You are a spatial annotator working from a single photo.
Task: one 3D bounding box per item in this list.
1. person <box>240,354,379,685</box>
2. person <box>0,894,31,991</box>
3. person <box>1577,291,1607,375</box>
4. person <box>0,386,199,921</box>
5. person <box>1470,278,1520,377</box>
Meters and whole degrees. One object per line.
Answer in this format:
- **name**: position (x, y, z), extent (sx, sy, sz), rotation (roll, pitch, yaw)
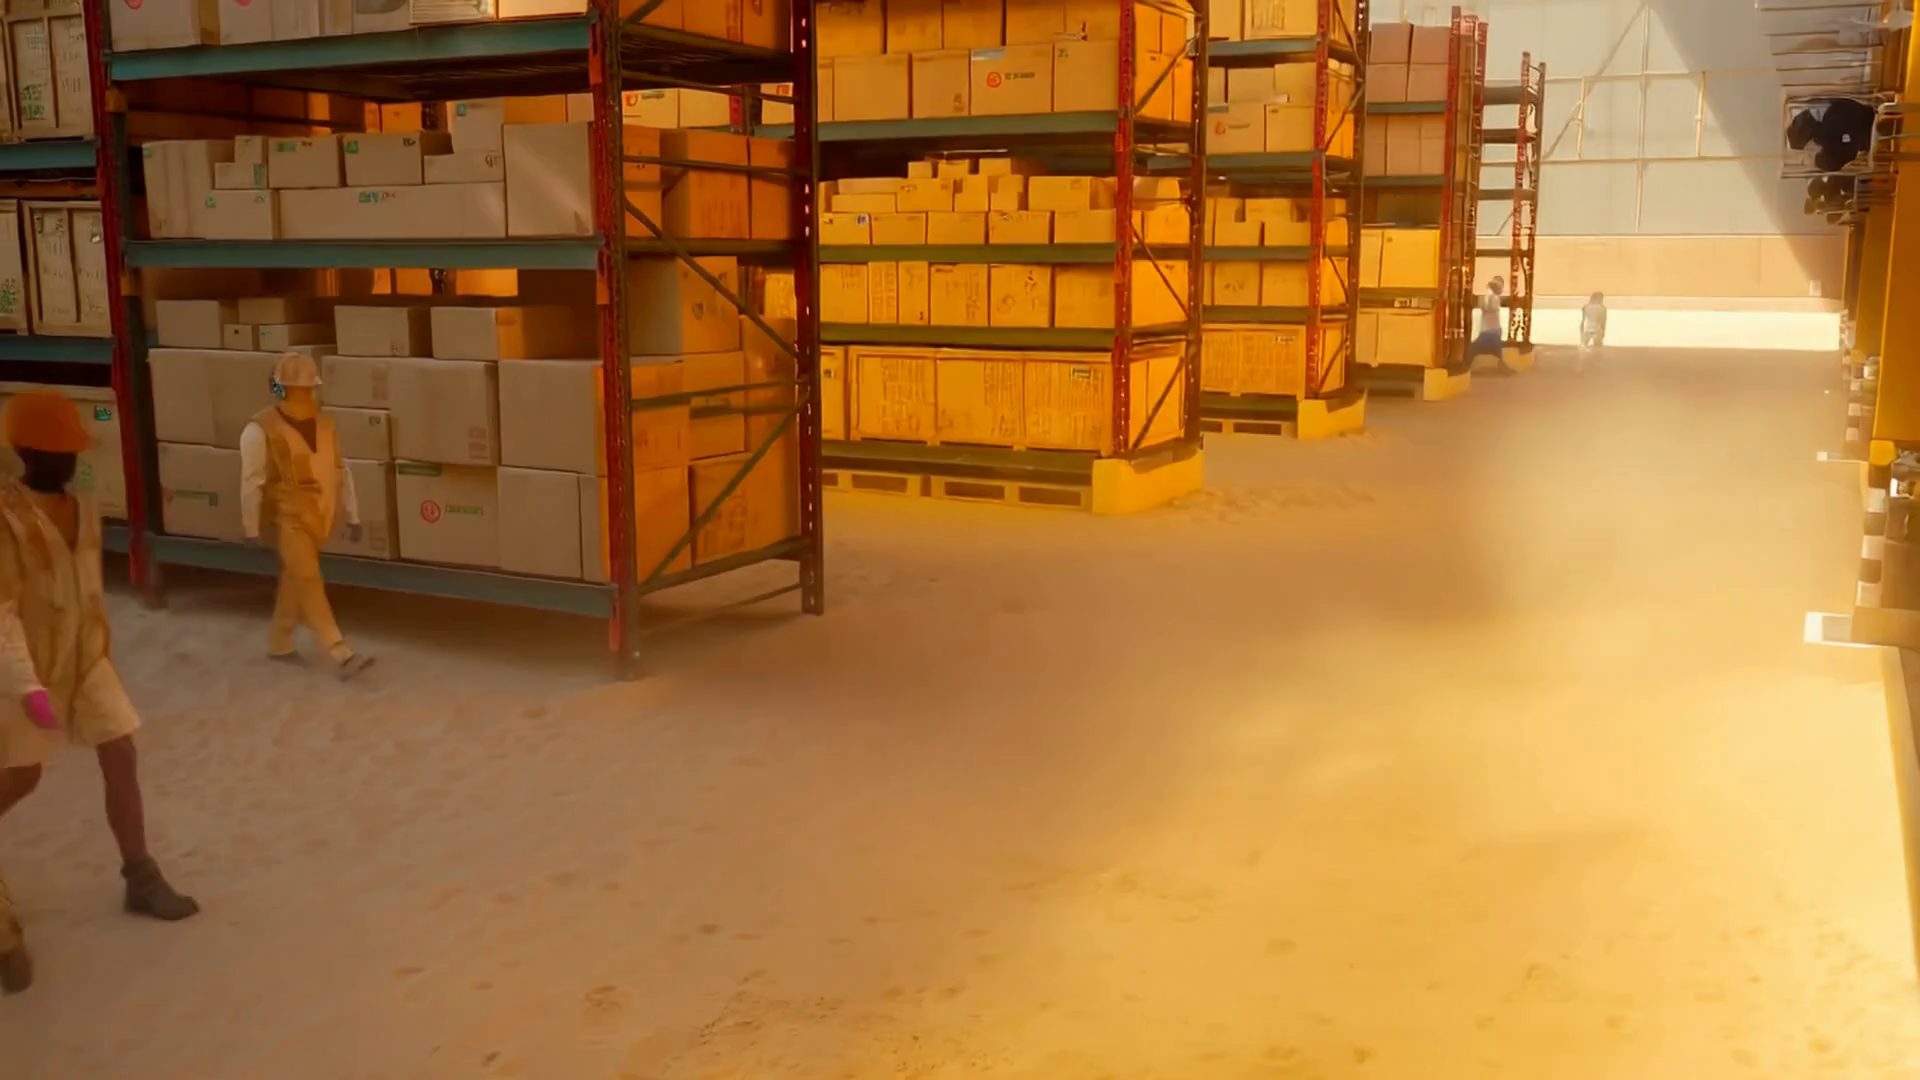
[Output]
- **person**: position (-3.510, -0.110, 9.036), extent (0.912, 1.781, 0.623), rotation (4, 11, 24)
- **person**: position (-3.068, 0.667, 4.796), extent (0.520, 1.706, 0.743), rotation (2, 10, 10)
- **person**: position (12.137, -3.974, 31.958), extent (0.521, 1.599, 0.853), rotation (8, 13, 39)
- **person**: position (-3.188, 0.409, 5.753), extent (0.901, 1.896, 0.547), rotation (3, 10, 19)
- **person**: position (9.991, -3.979, 31.245), extent (1.036, 1.869, 0.568), rotation (4, 11, 24)
